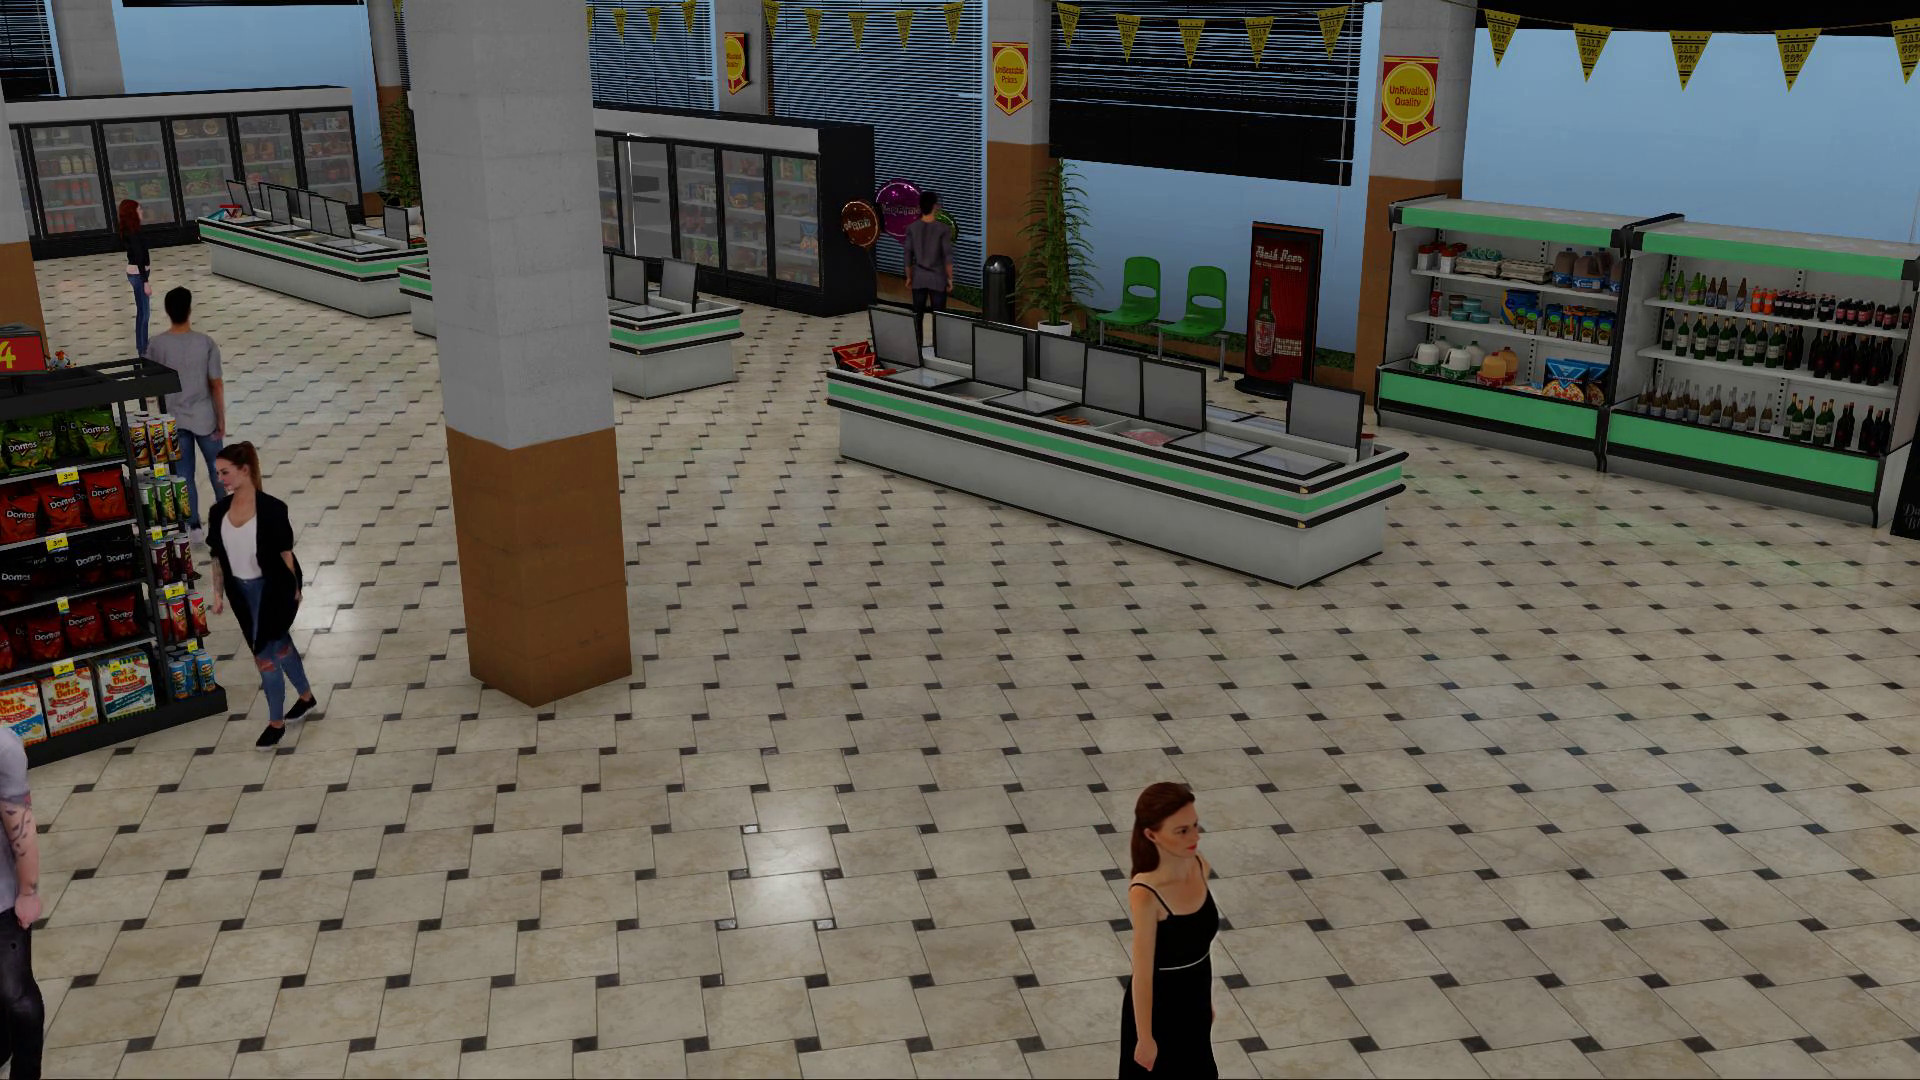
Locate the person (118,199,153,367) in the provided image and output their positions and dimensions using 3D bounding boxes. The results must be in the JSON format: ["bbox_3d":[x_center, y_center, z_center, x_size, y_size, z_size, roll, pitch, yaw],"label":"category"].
[{"bbox_3d":[-8.891,-2.793,18.027,0.671,1.787,0.530,-10,21,-28],"label":"person"}]

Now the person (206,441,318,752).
[{"bbox_3d":[-3.797,0.264,9.180,0.943,1.648,0.945,4,19,12],"label":"person"}]

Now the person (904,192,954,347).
[{"bbox_3d":[-0.338,-2.833,18.049,0.658,1.851,0.807,5,19,15],"label":"person"}]

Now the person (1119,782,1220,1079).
[{"bbox_3d":[0.667,1.537,5.441,0.593,1.625,0.581,14,23,36],"label":"person"}]

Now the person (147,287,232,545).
[{"bbox_3d":[-5.680,-0.865,12.238,1.020,1.833,1.294,-7,20,-19],"label":"person"}]

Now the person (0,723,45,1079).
[{"bbox_3d":[-3.543,1.225,6.048,0.907,1.828,0.964,2,19,6],"label":"person"}]
